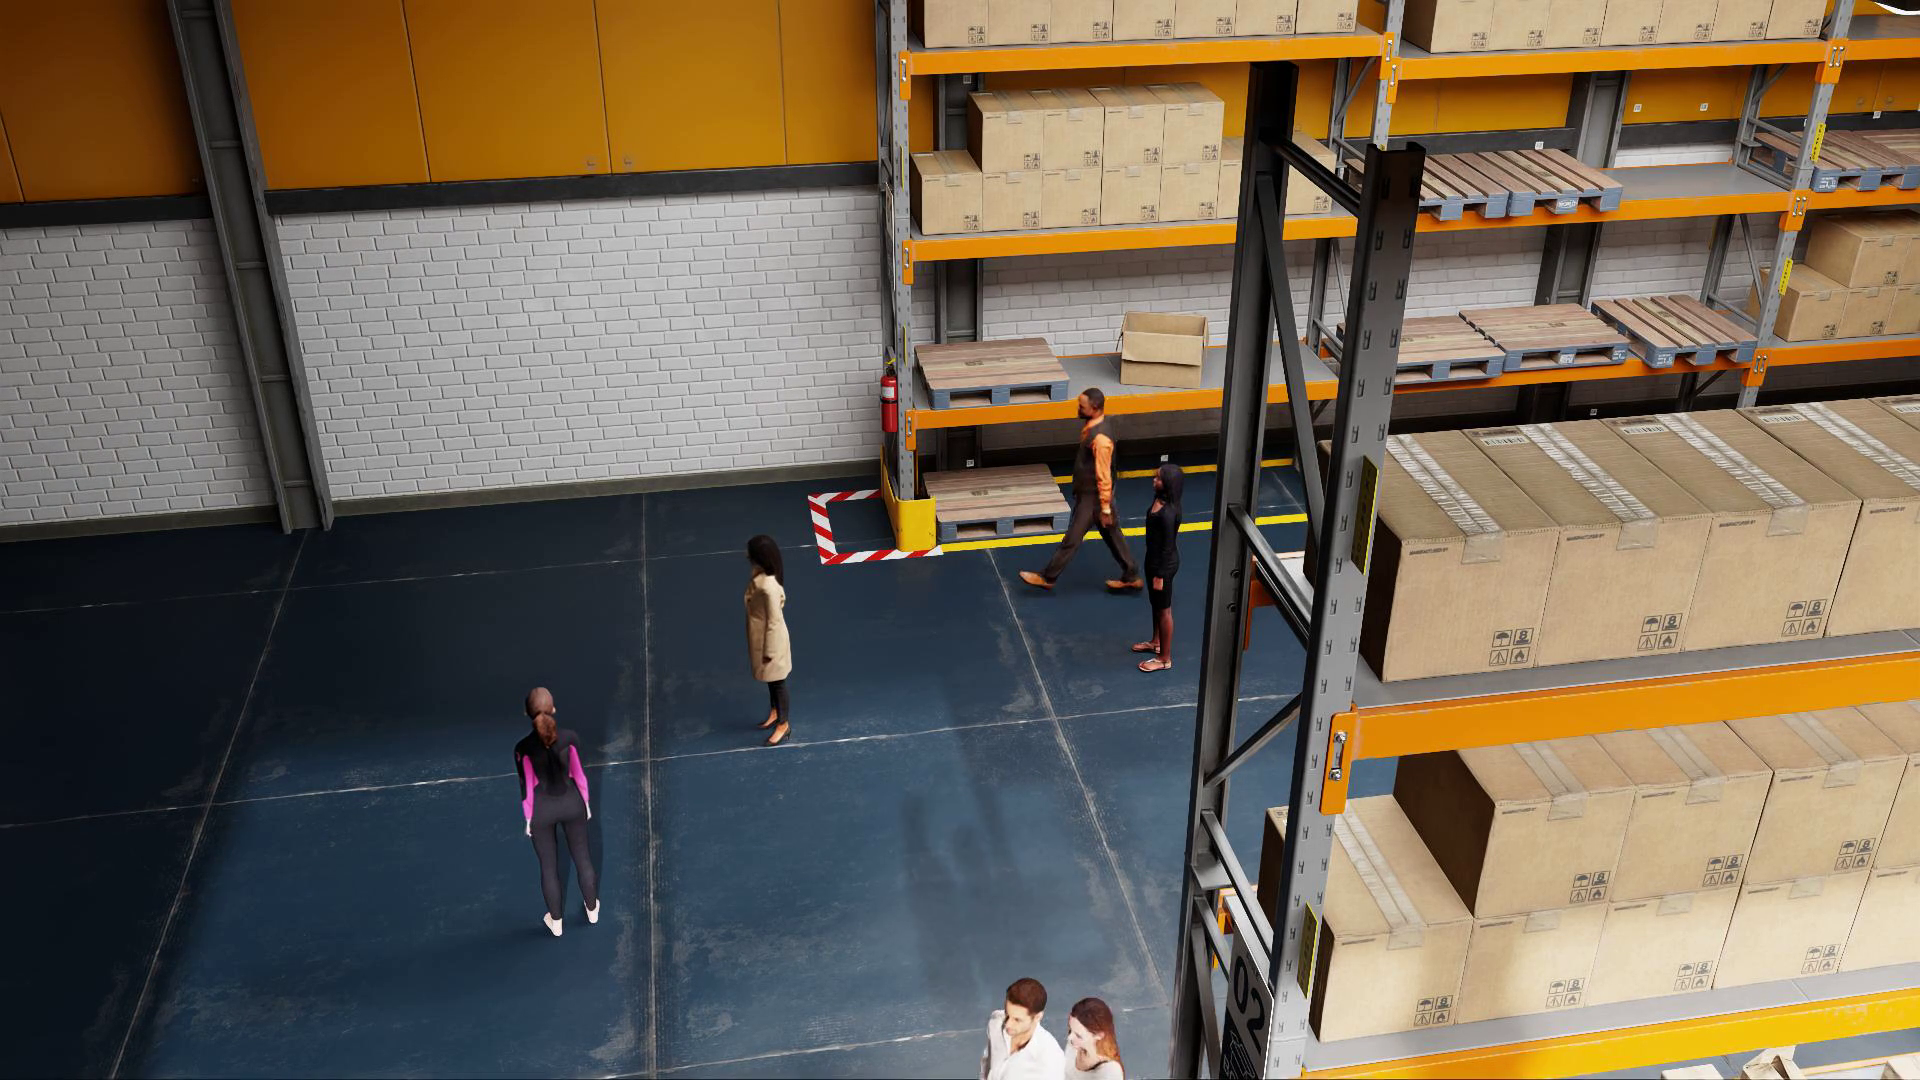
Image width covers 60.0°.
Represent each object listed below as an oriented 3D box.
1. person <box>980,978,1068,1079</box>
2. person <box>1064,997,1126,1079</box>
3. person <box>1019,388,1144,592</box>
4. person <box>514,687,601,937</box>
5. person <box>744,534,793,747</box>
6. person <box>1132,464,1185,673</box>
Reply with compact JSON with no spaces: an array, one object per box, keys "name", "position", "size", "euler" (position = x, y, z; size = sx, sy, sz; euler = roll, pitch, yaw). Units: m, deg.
[{"name":"person","position":[0.322,2.751,7.883],"size":[1.067,1.857,0.935],"euler":[-21,35,-34]},{"name":"person","position":[0.708,2.836,7.921],"size":[1.114,1.672,0.753],"euler":[-12,31,-20]},{"name":"person","position":[1.214,-0.342,13.569],"size":[1.346,1.843,0.924],"euler":[2,29,3]},{"name":"person","position":[-2.440,1.633,10.043],"size":[0.587,1.752,0.680],"euler":[-13,31,-23]},{"name":"person","position":[-1.352,0.701,11.824],"size":[0.538,1.682,0.646],"euler":[-7,29,-13]},{"name":"person","position":[1.533,0.193,12.715],"size":[0.540,1.721,0.633],"euler":[-2,29,-3]}]
